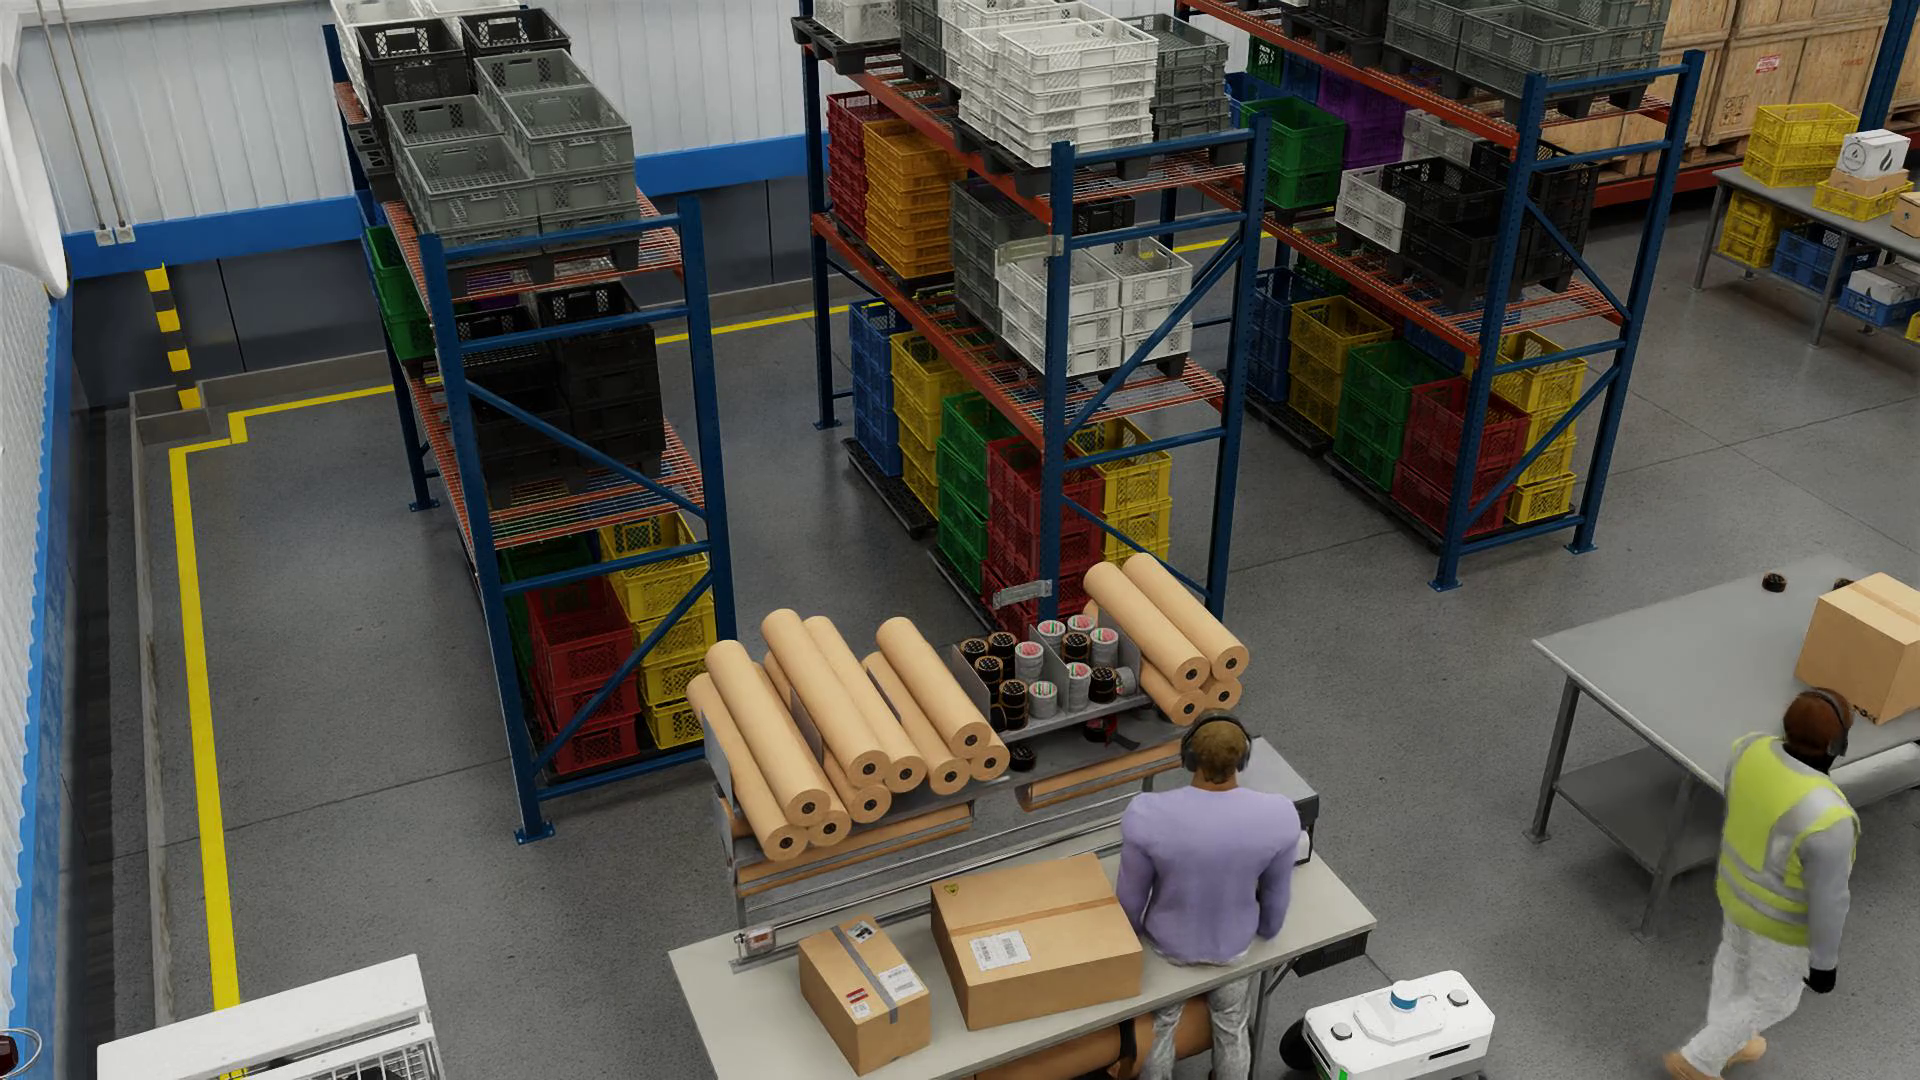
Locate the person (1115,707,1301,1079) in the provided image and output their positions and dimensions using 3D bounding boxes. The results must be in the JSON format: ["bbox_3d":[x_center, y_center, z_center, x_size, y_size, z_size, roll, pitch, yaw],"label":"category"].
[{"bbox_3d":[0.871,1.429,6.059,0.630,1.930,0.371,0,32,0],"label":"person"}]

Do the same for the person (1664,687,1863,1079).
[{"bbox_3d":[3.052,1.362,6.264,0.449,1.841,0.659,-3,32,-5],"label":"person"}]

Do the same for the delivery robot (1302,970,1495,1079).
[{"bbox_3d":[1.702,1.921,6.470,0.707,0.478,0.477,-10,33,-16],"label":"delivery robot"}]
